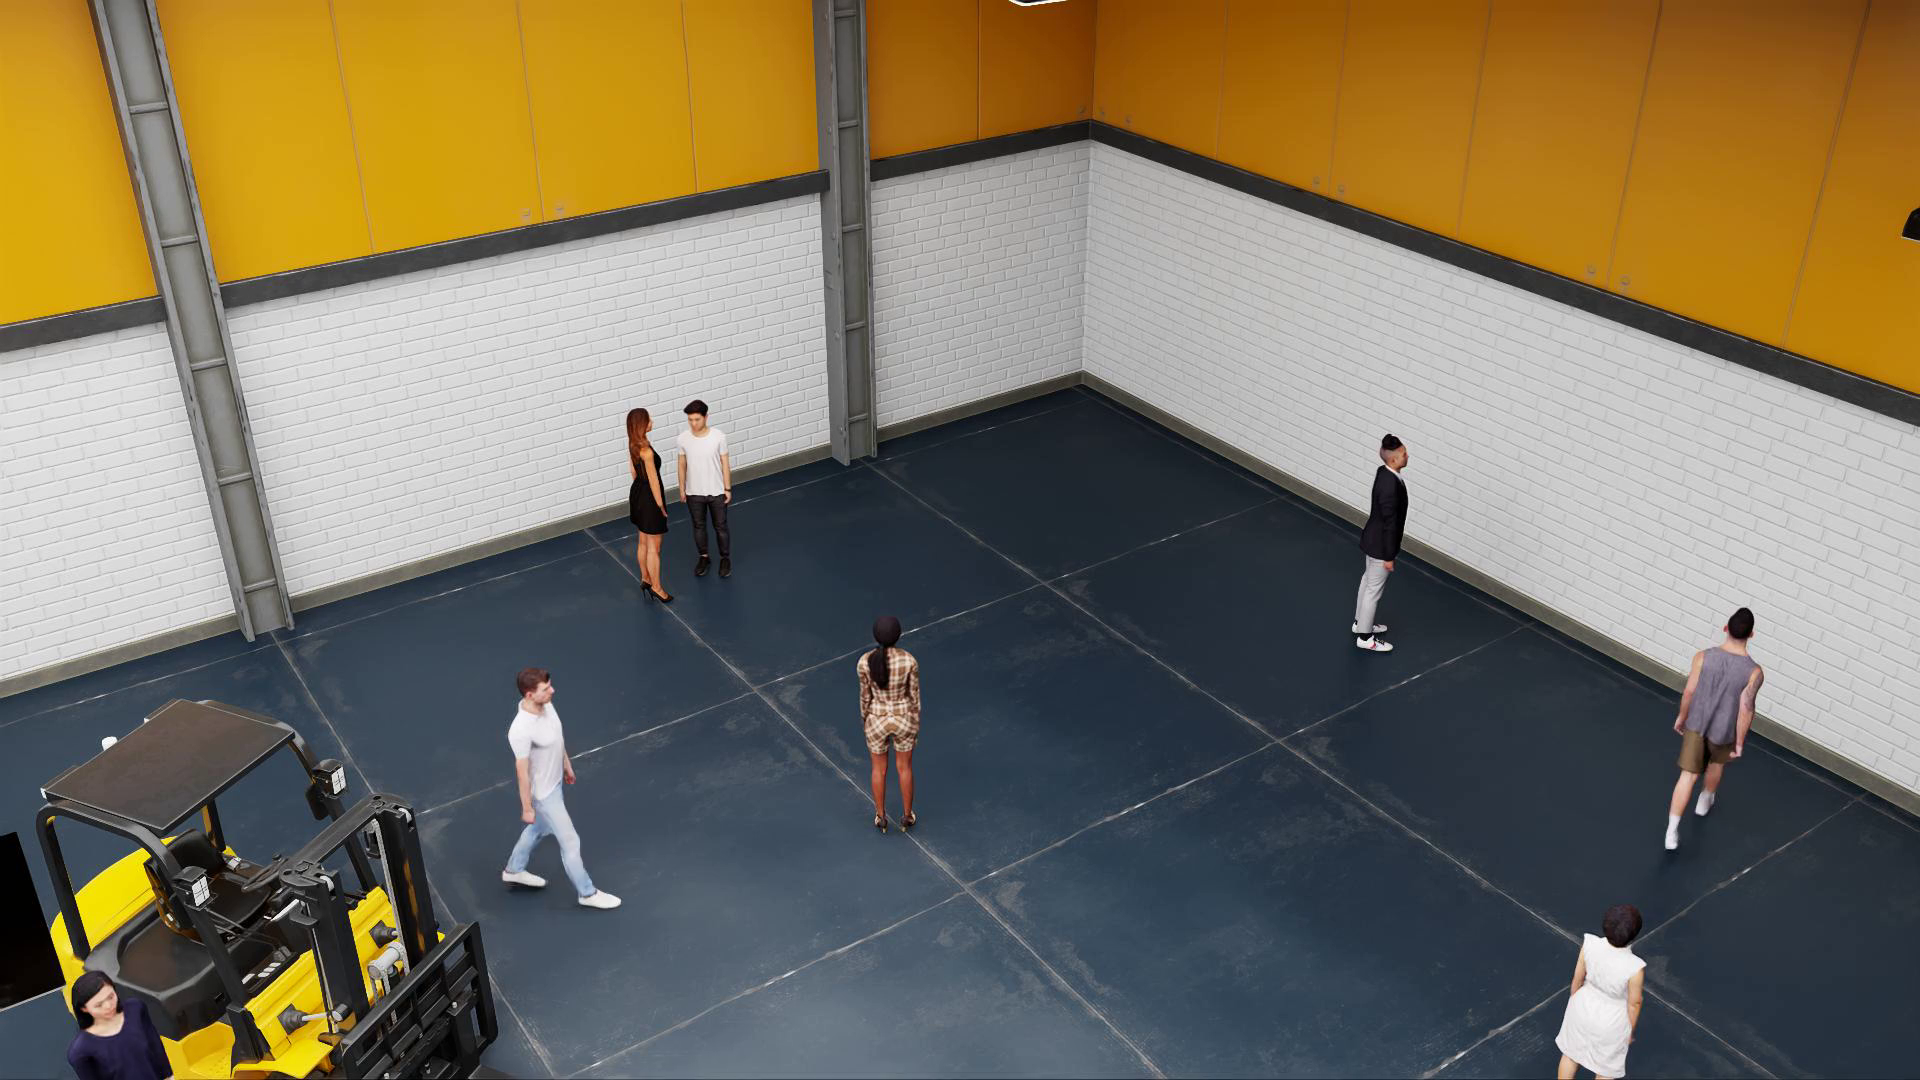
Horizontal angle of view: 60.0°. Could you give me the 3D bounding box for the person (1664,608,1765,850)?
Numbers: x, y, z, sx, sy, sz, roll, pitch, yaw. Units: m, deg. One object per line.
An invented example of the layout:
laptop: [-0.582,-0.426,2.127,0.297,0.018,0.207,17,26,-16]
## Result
person: [5.196,1.351,11.562,0.953,1.802,1.279,17,33,28]

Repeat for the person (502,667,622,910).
person: [-2.822,1.626,10.980,1.184,1.822,1.064,2,29,3]

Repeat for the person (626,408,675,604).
person: [-2.723,-0.298,14.496,0.516,1.834,0.582,-17,33,-29]

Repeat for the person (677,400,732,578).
person: [-2.277,-0.486,14.965,0.685,1.716,0.772,2,29,3]

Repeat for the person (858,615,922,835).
person: [-0.483,1.296,11.614,0.661,1.795,0.742,1,29,1]

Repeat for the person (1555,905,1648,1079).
person: [3.597,2.676,9.334,0.561,1.555,0.587,-25,37,-37]

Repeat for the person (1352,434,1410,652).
person: [3.509,-0.013,13.853,0.837,1.949,0.790,3,29,6]

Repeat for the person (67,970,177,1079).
person: [-4.402,2.897,8.760,0.951,1.717,0.986,13,31,22]
